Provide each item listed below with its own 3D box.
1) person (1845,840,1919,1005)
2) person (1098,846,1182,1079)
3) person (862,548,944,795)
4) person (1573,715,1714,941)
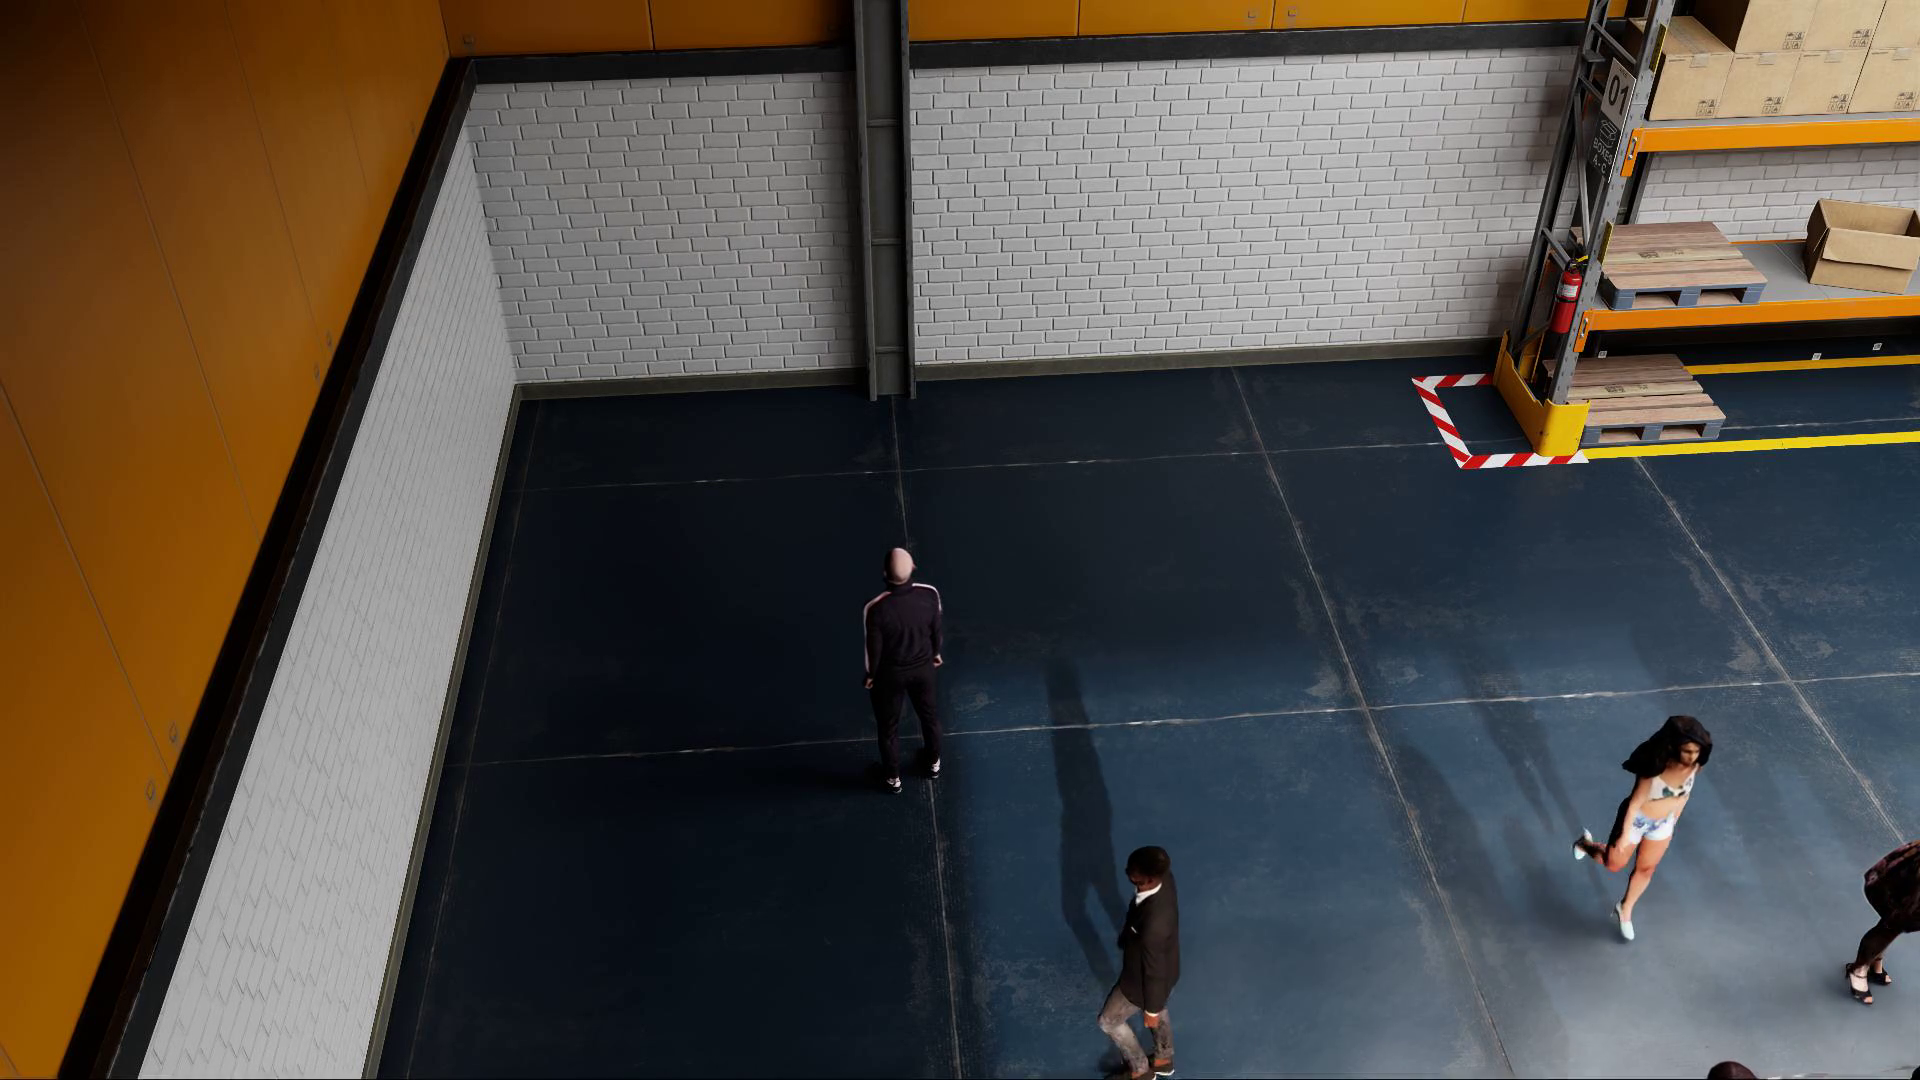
[{"bbox_3d":[5.213,1.849,8.985,0.776,1.774,0.856,-25,45,-28],"label":"person"},{"bbox_3d":[1.050,2.212,8.520,0.760,1.786,0.768,7,39,9],"label":"person"},{"bbox_3d":[-0.349,0.808,10.240,0.649,1.835,0.816,-17,42,-20],"label":"person"},{"bbox_3d":[3.850,1.569,9.469,0.829,1.607,0.706,-9,39,-11],"label":"person"}]
